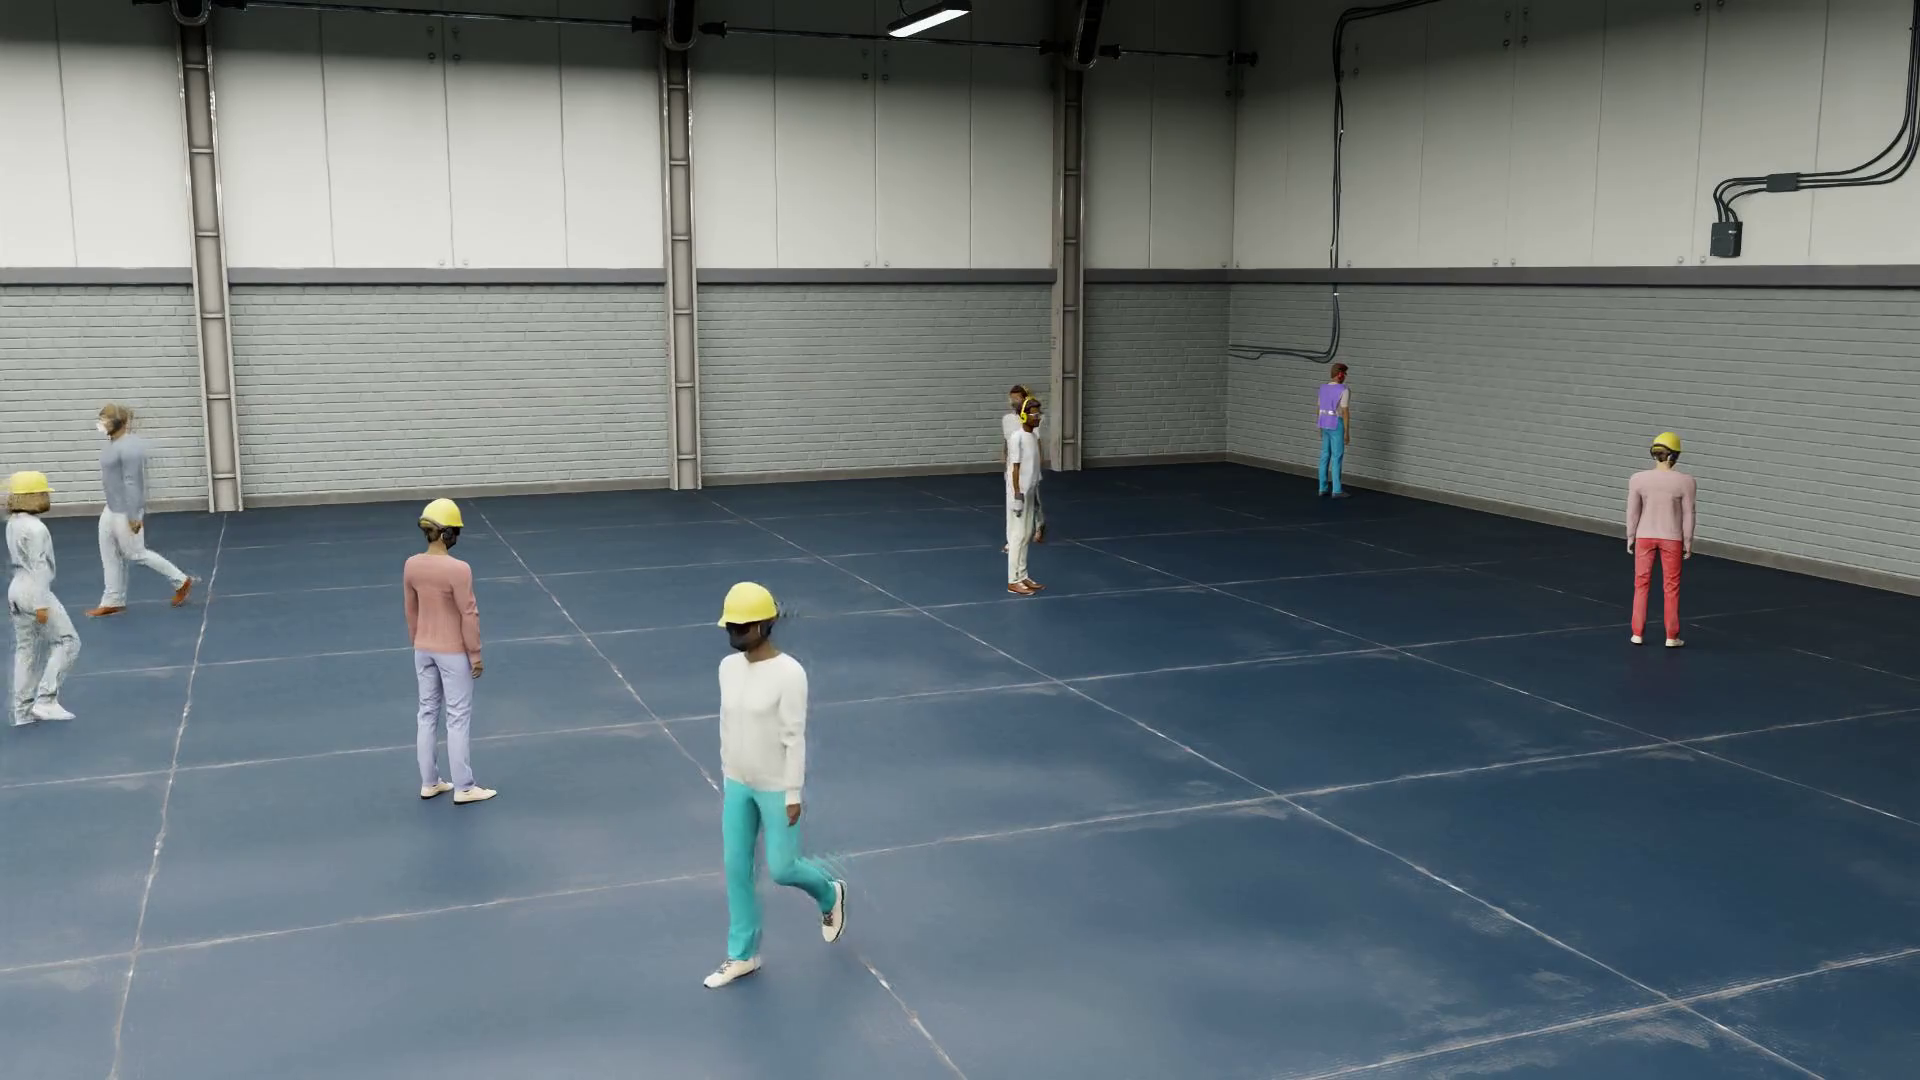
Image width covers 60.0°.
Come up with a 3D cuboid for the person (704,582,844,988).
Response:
[{"bbox_3d":[-0.809,1.026,7.188,0.531,1.745,0.644,7,11,36],"label":"person"}]

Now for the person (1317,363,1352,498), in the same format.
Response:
[{"bbox_3d":[5.095,-1.491,22.713,0.402,1.837,0.564,-5,10,-29],"label":"person"}]

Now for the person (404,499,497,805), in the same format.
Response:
[{"bbox_3d":[-2.951,0.640,9.569,0.523,1.765,0.316,5,10,28],"label":"person"}]

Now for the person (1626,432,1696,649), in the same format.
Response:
[{"bbox_3d":[5.714,0.003,13.582,0.526,1.760,0.337,6,11,32],"label":"person"}]

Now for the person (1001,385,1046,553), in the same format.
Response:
[{"bbox_3d":[0.714,-0.806,18.395,0.526,1.847,0.828,5,10,28],"label":"person"}]

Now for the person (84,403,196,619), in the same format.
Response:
[{"bbox_3d":[-7.375,-0.272,14.841,0.855,1.916,0.635,-8,12,-41],"label":"person"}]

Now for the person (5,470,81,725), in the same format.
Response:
[{"bbox_3d":[-6.215,0.394,11.222,0.518,1.725,0.476,8,12,41],"label":"person"}]

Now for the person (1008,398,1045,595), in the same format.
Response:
[{"bbox_3d":[0.641,-0.424,15.916,0.325,1.871,0.516,4,10,23],"label":"person"}]
